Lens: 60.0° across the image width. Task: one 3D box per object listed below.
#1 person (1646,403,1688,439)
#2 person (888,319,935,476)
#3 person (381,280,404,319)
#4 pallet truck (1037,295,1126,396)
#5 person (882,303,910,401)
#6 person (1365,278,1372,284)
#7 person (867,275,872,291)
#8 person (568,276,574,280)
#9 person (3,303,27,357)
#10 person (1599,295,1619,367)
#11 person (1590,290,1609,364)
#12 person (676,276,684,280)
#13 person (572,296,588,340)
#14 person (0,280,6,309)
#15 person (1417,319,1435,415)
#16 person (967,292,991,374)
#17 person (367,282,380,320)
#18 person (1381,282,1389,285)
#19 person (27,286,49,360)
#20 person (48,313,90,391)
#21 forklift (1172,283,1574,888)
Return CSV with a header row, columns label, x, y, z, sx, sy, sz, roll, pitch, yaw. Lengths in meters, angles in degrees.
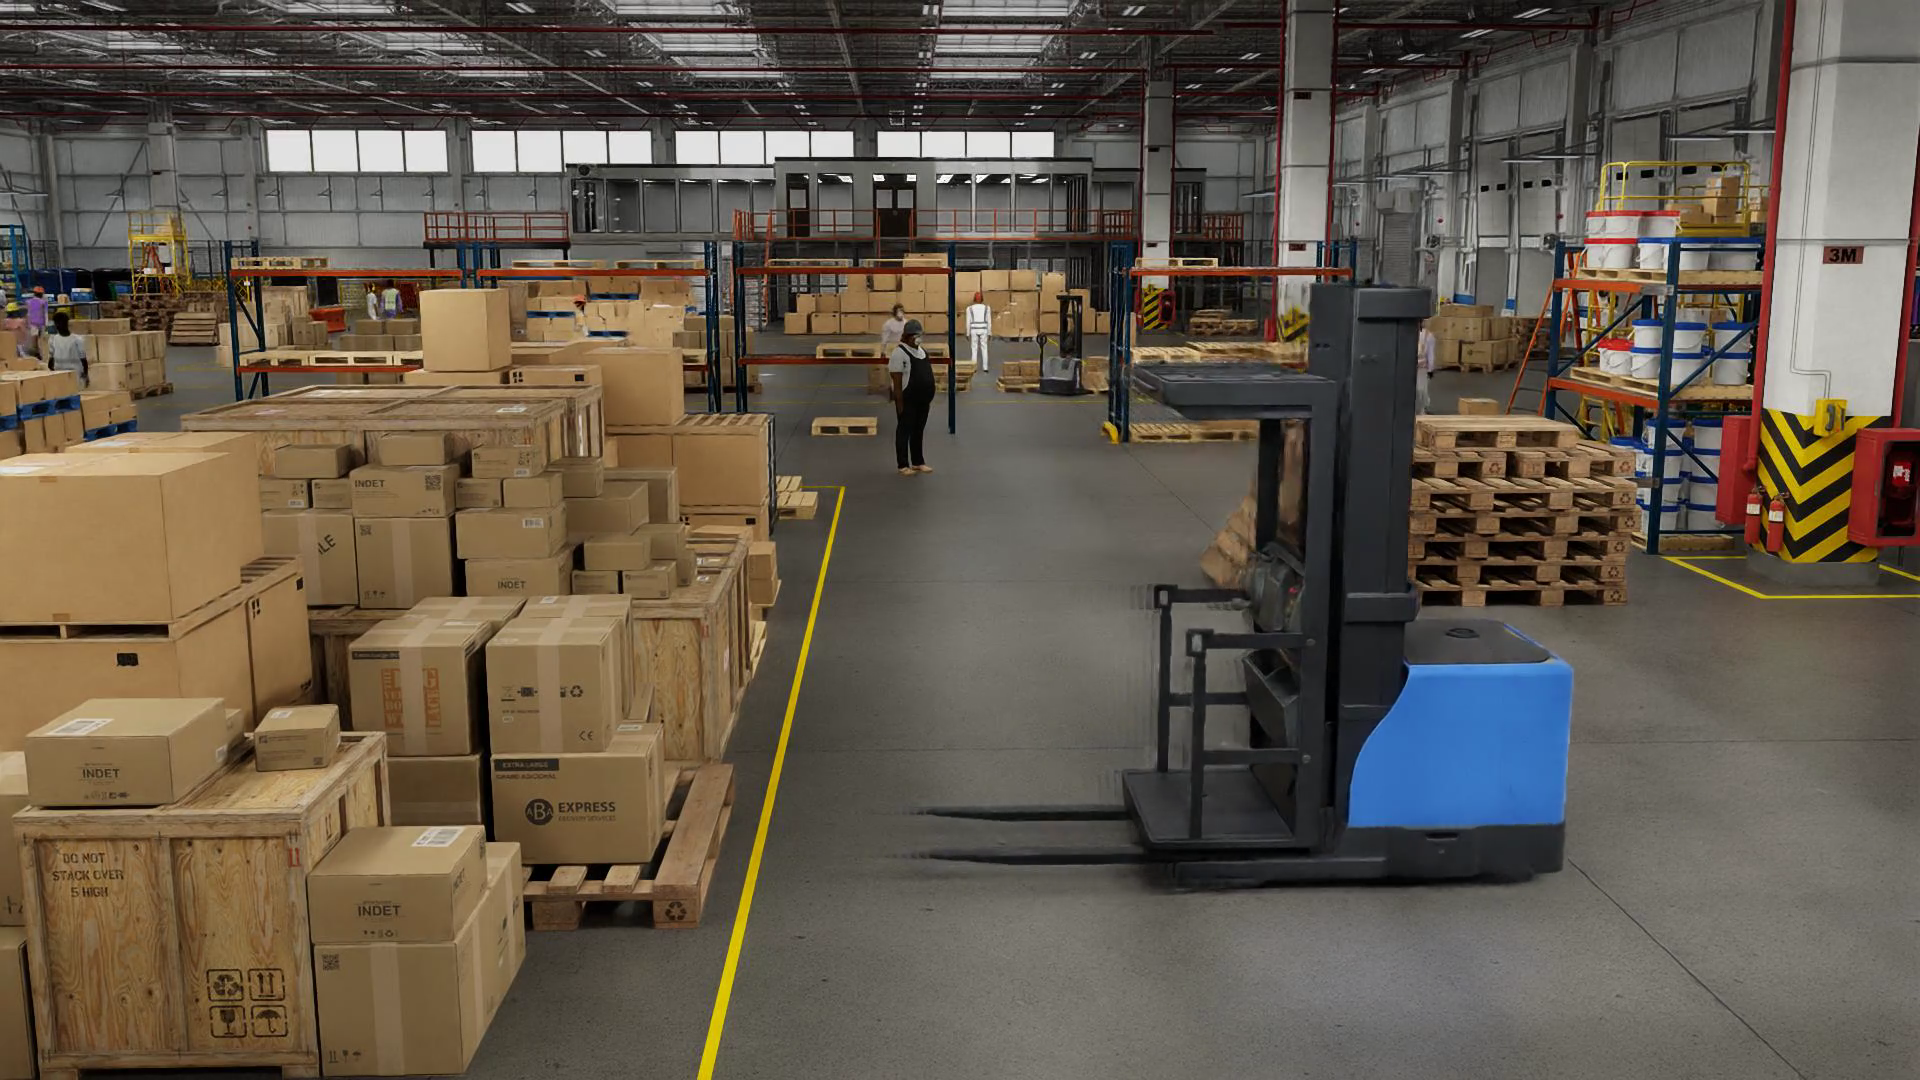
label,x,y,z,sx,sy,sz,roll,pitch,yaw
person,9.193,-1.741,21.471,0.609,1.870,0.974,-8,13,-39
person,-0.579,-1.860,21.684,0.538,2.000,0.684,7,12,34
person,-17.549,-7.098,51.379,0.590,1.877,1.020,3,11,16
pallet truck,2.483,-3.881,33.060,1.885,1.965,0.823,-7,13,-36
person,-1.156,-3.424,30.731,0.639,1.924,0.717,-6,12,-31
person,13.483,-7.683,54.712,0.713,1.822,0.660,-6,12,-29
person,-3.284,-8.470,59.006,0.523,1.868,0.588,1,10,6
person,-15.261,-9.560,65.165,0.683,1.831,0.515,10,14,43
person,-19.961,-4.108,35.032,0.552,1.729,0.826,1,10,6
person,14.359,-4.481,36.776,0.334,1.865,0.517,-2,10,-13
person,15.991,-5.380,41.416,0.396,1.992,0.623,-2,10,-9
person,-9.060,-7.537,53.654,0.445,1.922,0.562,6,12,31
person,-7.992,-4.224,35.286,0.660,1.896,0.638,-2,10,-10
person,-31.241,-7.571,54.104,0.403,1.825,0.586,2,10,11
person,7.826,-2.960,28.474,0.633,1.809,0.875,6,12,31
person,0.434,-4.745,38.186,0.572,1.886,0.354,0,10,-2
person,-16.738,-6.420,47.556,0.324,1.875,0.517,-9,13,-40
person,11.435,-5.967,44.826,0.615,1.942,0.407,7,12,35
person,-23.768,-5.601,42.976,0.539,1.867,1.002,-2,10,-9
person,-14.284,-2.689,26.650,0.617,1.919,0.947,1,10,6
forklift,1.924,0.162,8.077,1.873,2.768,1.129,0,10,-2
